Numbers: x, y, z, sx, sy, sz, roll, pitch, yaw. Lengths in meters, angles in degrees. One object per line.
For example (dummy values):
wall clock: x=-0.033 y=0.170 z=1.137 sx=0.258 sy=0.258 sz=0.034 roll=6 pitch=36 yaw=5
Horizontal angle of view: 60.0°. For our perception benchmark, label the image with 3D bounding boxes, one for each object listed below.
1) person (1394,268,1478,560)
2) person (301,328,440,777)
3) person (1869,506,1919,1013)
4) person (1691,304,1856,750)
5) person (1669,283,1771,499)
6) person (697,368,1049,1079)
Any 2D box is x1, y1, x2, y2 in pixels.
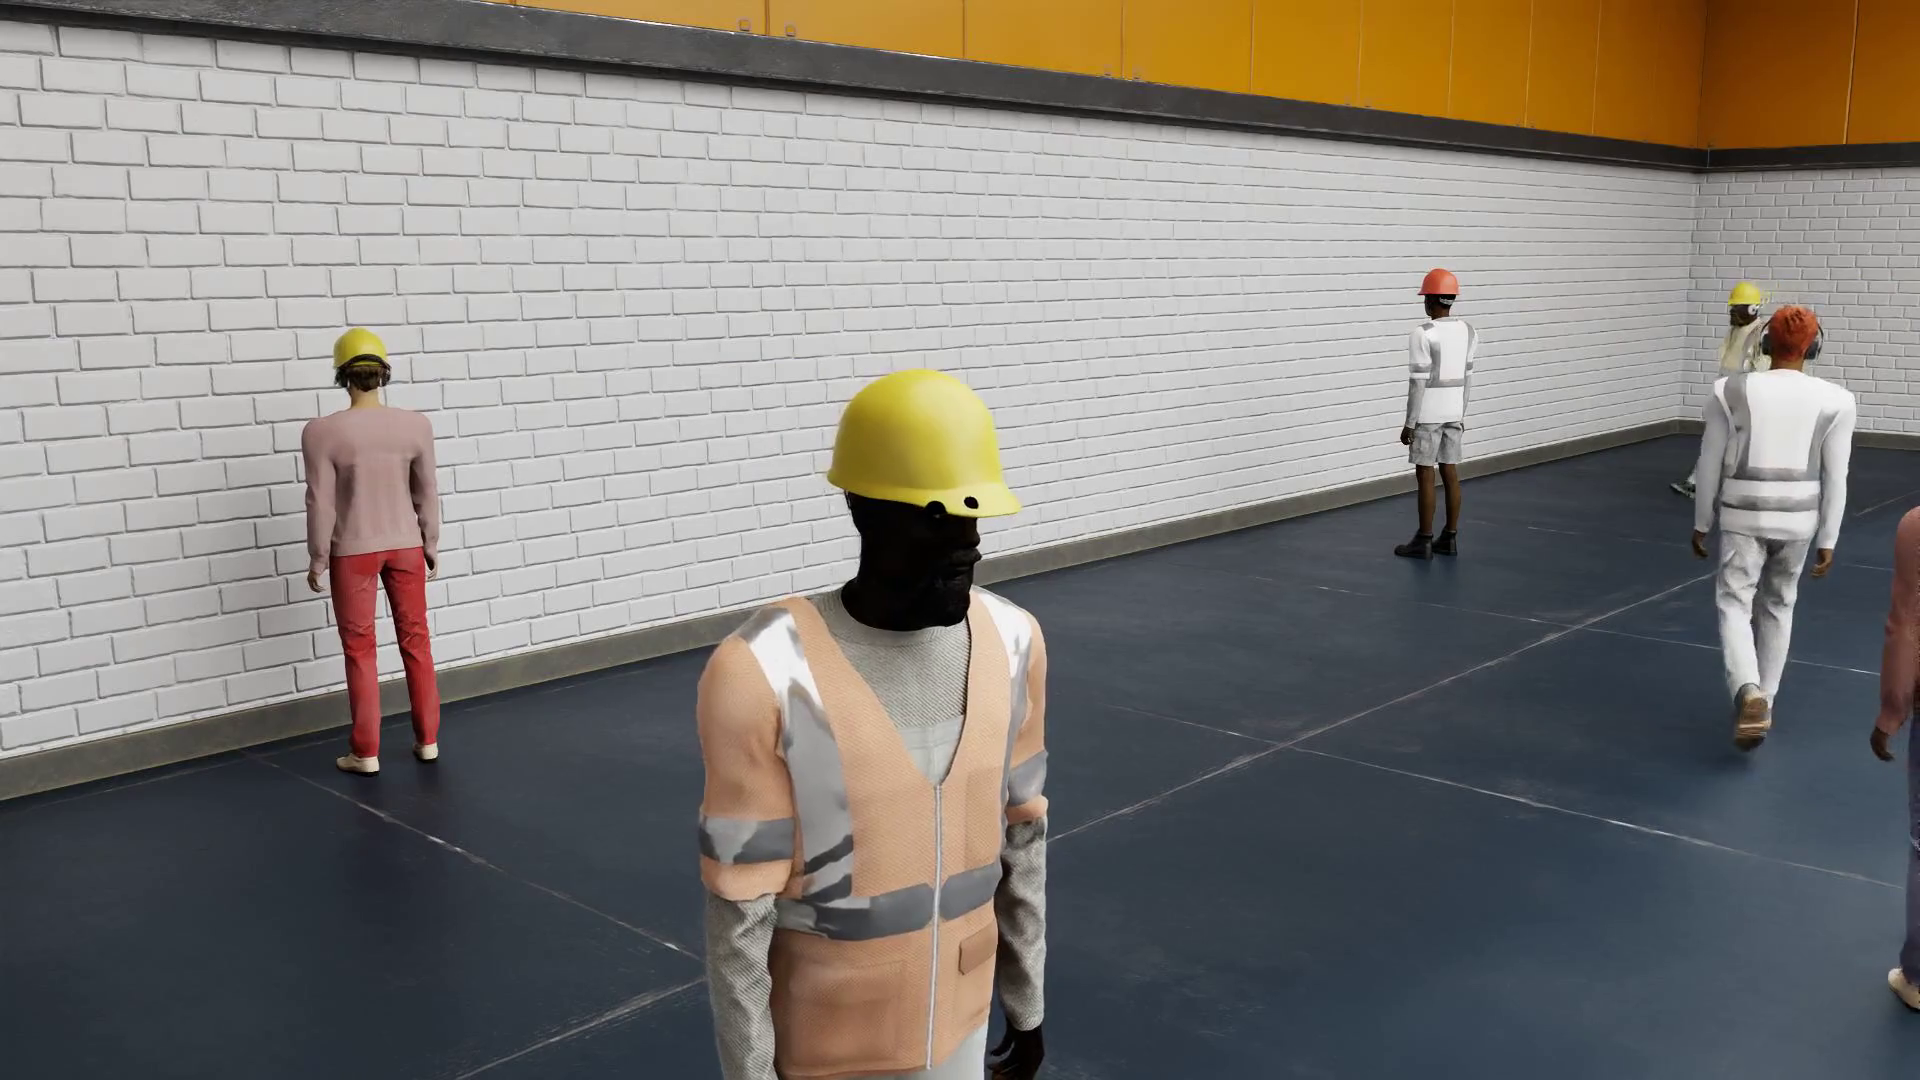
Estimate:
person: x=3.174 y=-0.836 z=11.132 sx=0.545 sy=1.939 sz=0.354 roll=-6 pitch=11 yaw=-30
person: x=-2.325 y=0.049 z=6.589 sx=0.533 sy=1.765 sz=0.326 roll=-8 pitch=13 yaw=-39
person: x=2.683 y=0.461 z=4.332 sx=0.532 sy=1.781 sz=0.489 roll=4 pitch=11 yaw=21
person: x=3.389 y=-0.057 z=6.952 sx=0.574 sy=1.853 sz=0.836 roll=3 pitch=10 yaw=17
person: x=6.370 y=-1.195 z=13.611 sx=0.930 sy=1.781 sz=0.607 roll=-1 pitch=10 yaw=-8
person: x=-0.094 y=0.703 z=2.464 sx=0.602 sy=1.913 sz=0.424 roll=-7 pitch=12 yaw=-36
